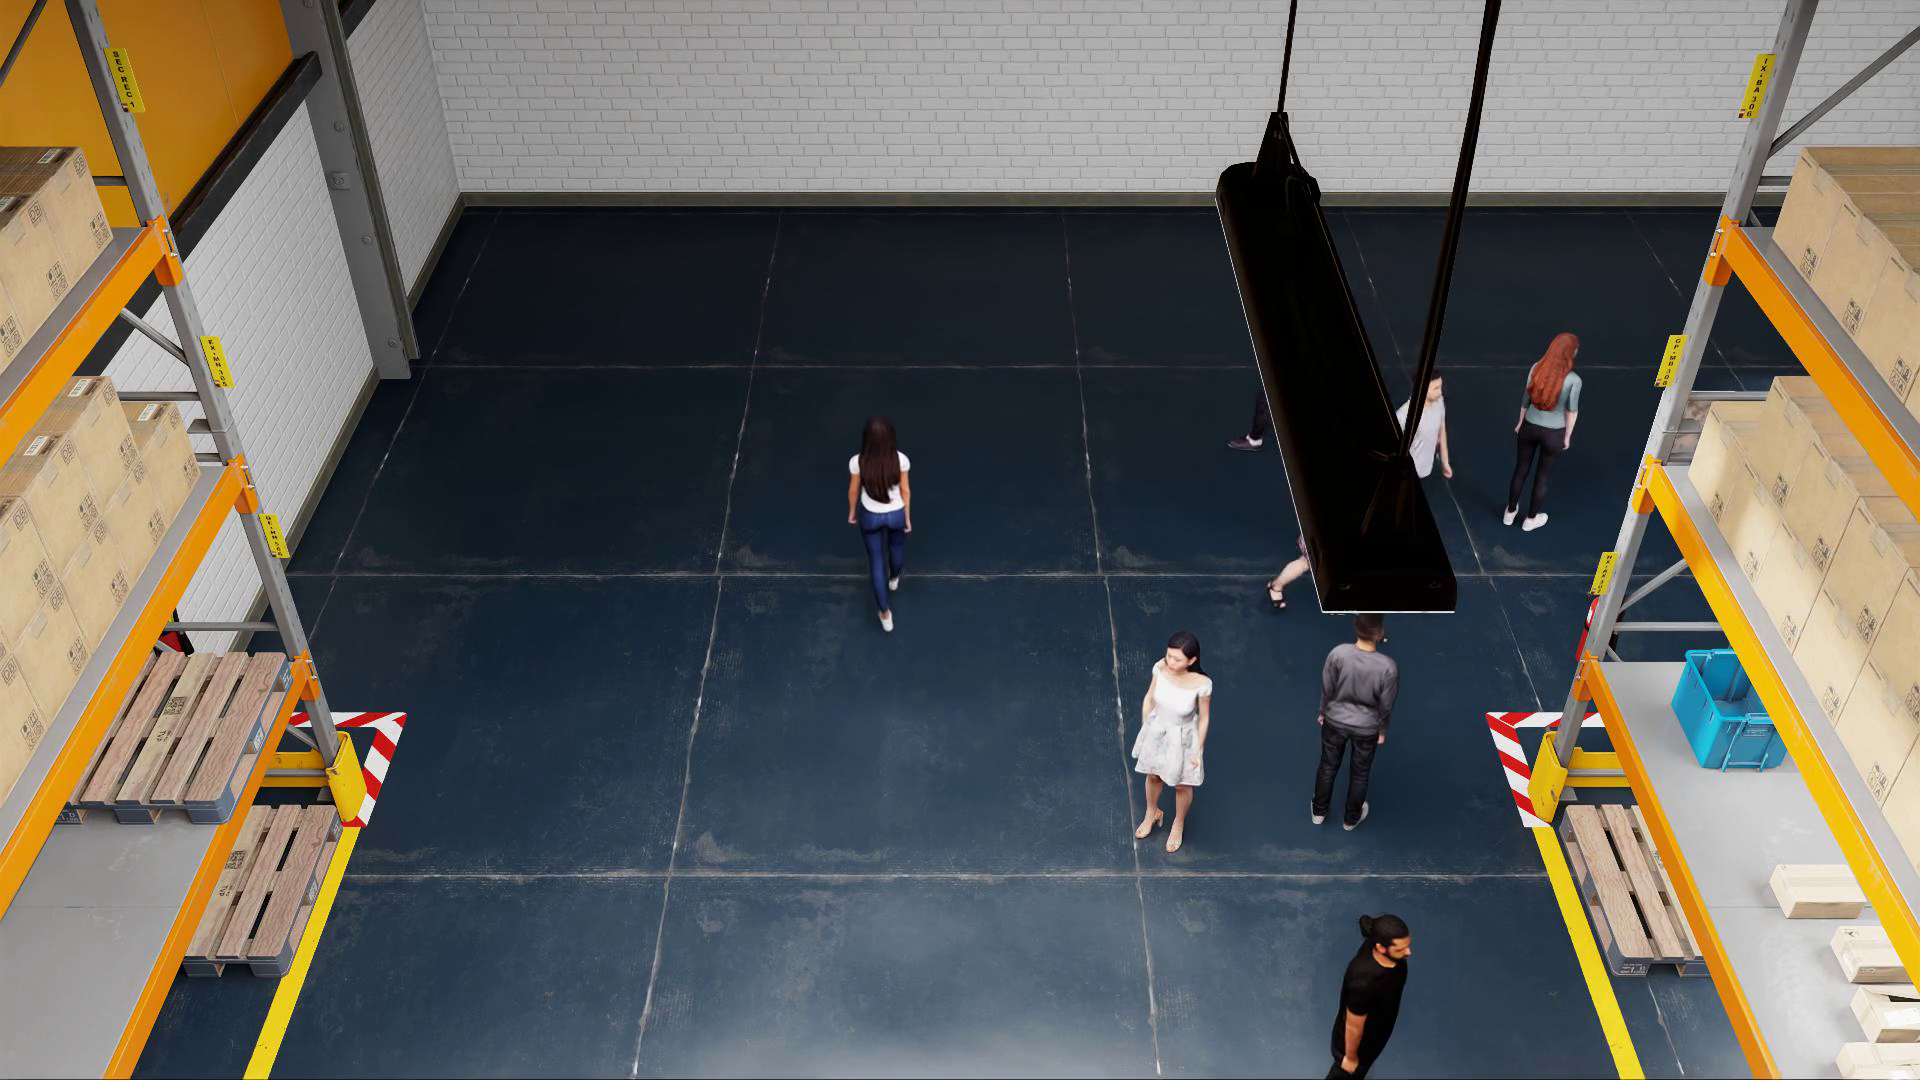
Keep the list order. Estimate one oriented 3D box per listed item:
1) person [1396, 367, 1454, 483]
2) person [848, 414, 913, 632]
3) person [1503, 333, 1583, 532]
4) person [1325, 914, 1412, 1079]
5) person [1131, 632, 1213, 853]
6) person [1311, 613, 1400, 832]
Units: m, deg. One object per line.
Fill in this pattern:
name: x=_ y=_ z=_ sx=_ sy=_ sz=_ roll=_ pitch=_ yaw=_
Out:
person: x=3.326 y=-0.562 z=12.569 sx=1.210 sy=1.821 sz=1.155 roll=32 pitch=48 yaw=33
person: x=-0.562 y=-0.096 z=12.046 sx=0.668 sy=1.747 sz=0.993 roll=-3 pitch=39 yaw=-4
person: x=4.545 y=-0.841 z=12.982 sx=0.666 sy=1.742 sz=0.706 roll=27 pitch=46 yaw=29
person: x=2.114 y=2.550 z=8.724 sx=0.768 sy=1.757 sz=0.661 roll=22 pitch=43 yaw=25
person: x=1.321 y=1.256 z=10.331 sx=0.772 sy=1.774 sz=0.809 roll=22 pitch=44 yaw=26
person: x=2.480 y=1.139 z=10.488 sx=0.689 sy=1.761 sz=0.670 roll=15 pitch=41 yaw=17
